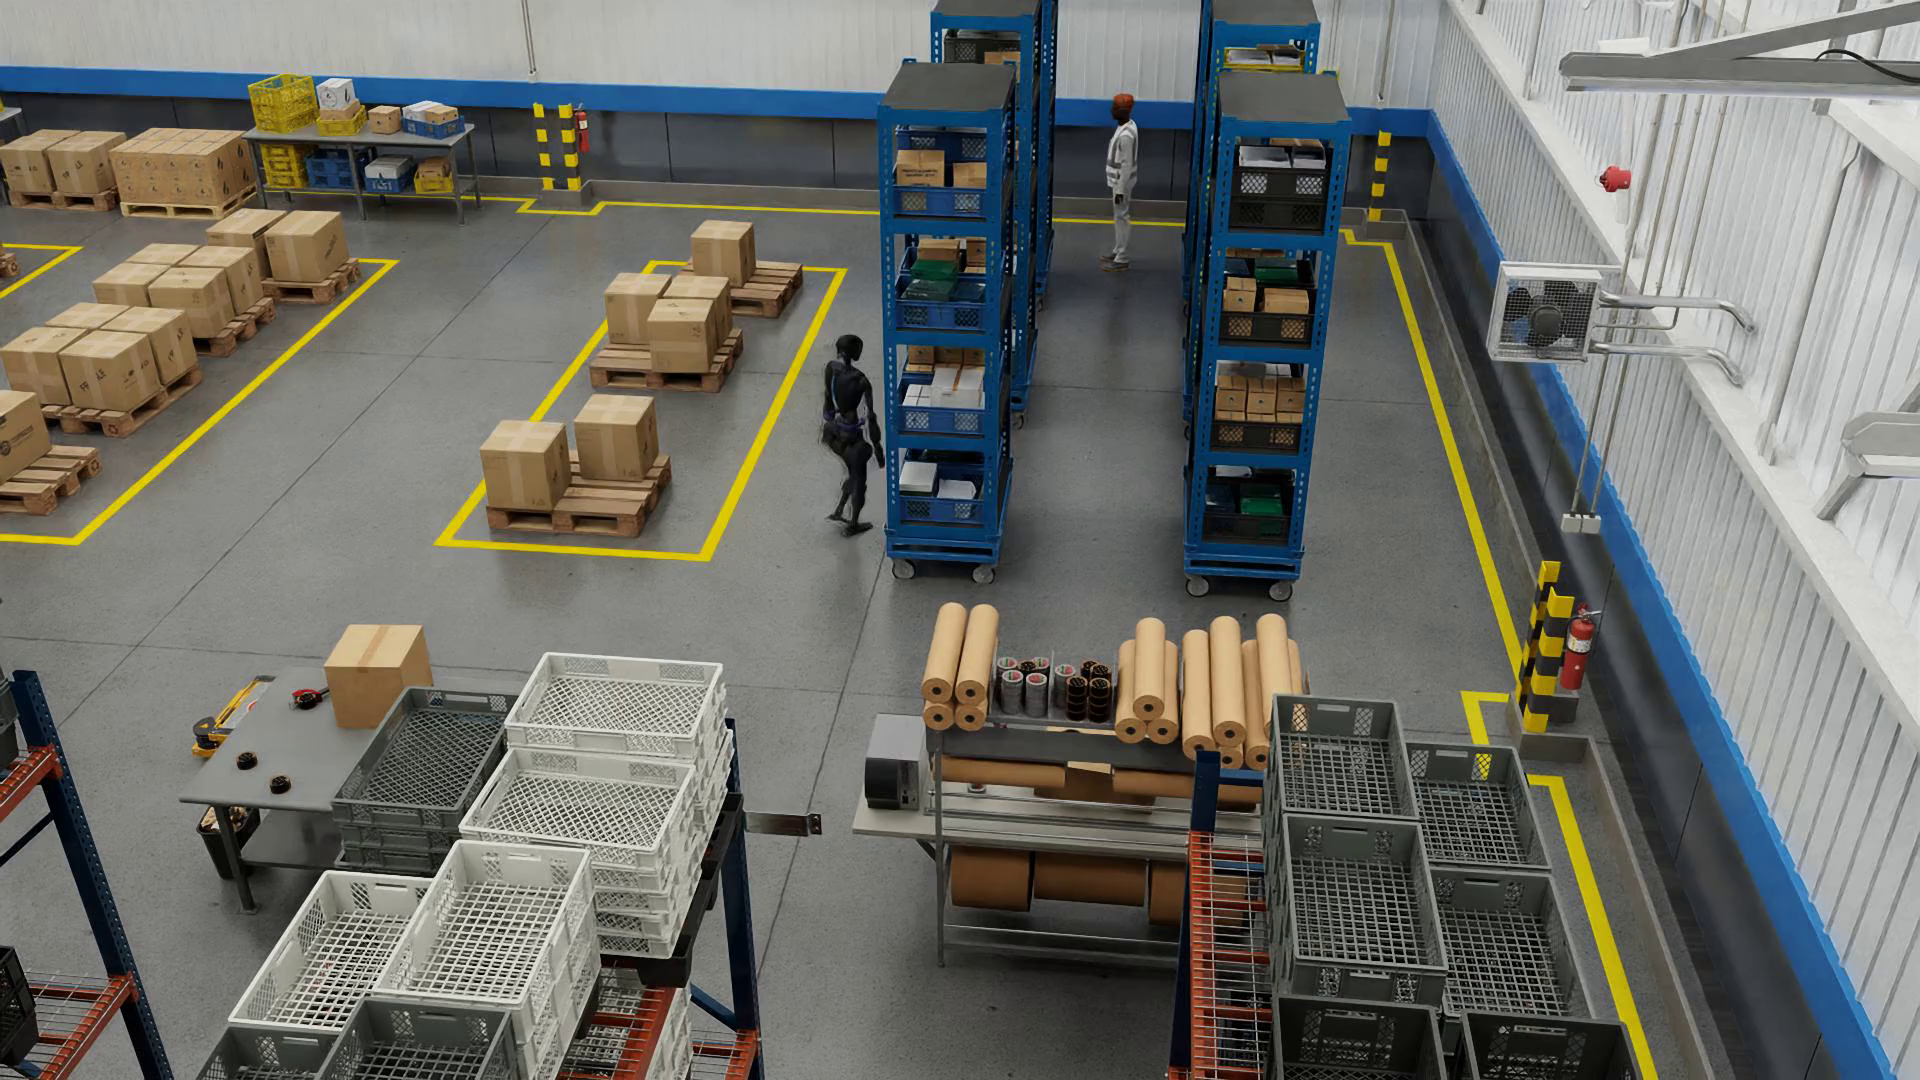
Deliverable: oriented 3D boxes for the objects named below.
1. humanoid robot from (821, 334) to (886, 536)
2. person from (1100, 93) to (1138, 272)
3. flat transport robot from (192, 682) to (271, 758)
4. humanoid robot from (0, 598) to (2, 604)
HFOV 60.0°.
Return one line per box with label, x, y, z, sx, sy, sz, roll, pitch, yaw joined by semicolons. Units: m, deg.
humanoid robot;-0.821;-0.811;12.663;0.364;1.642;0.608;-23;37;-34
person;1.692;-3.768;17.539;0.343;1.882;0.585;2;30;4
flat transport robot;-4.089;1.163;10.648;1.431;0.197;0.652;3;30;6
humanoid robot;-7.202;-0.235;11.663;0.609;1.657;0.315;3;30;6
